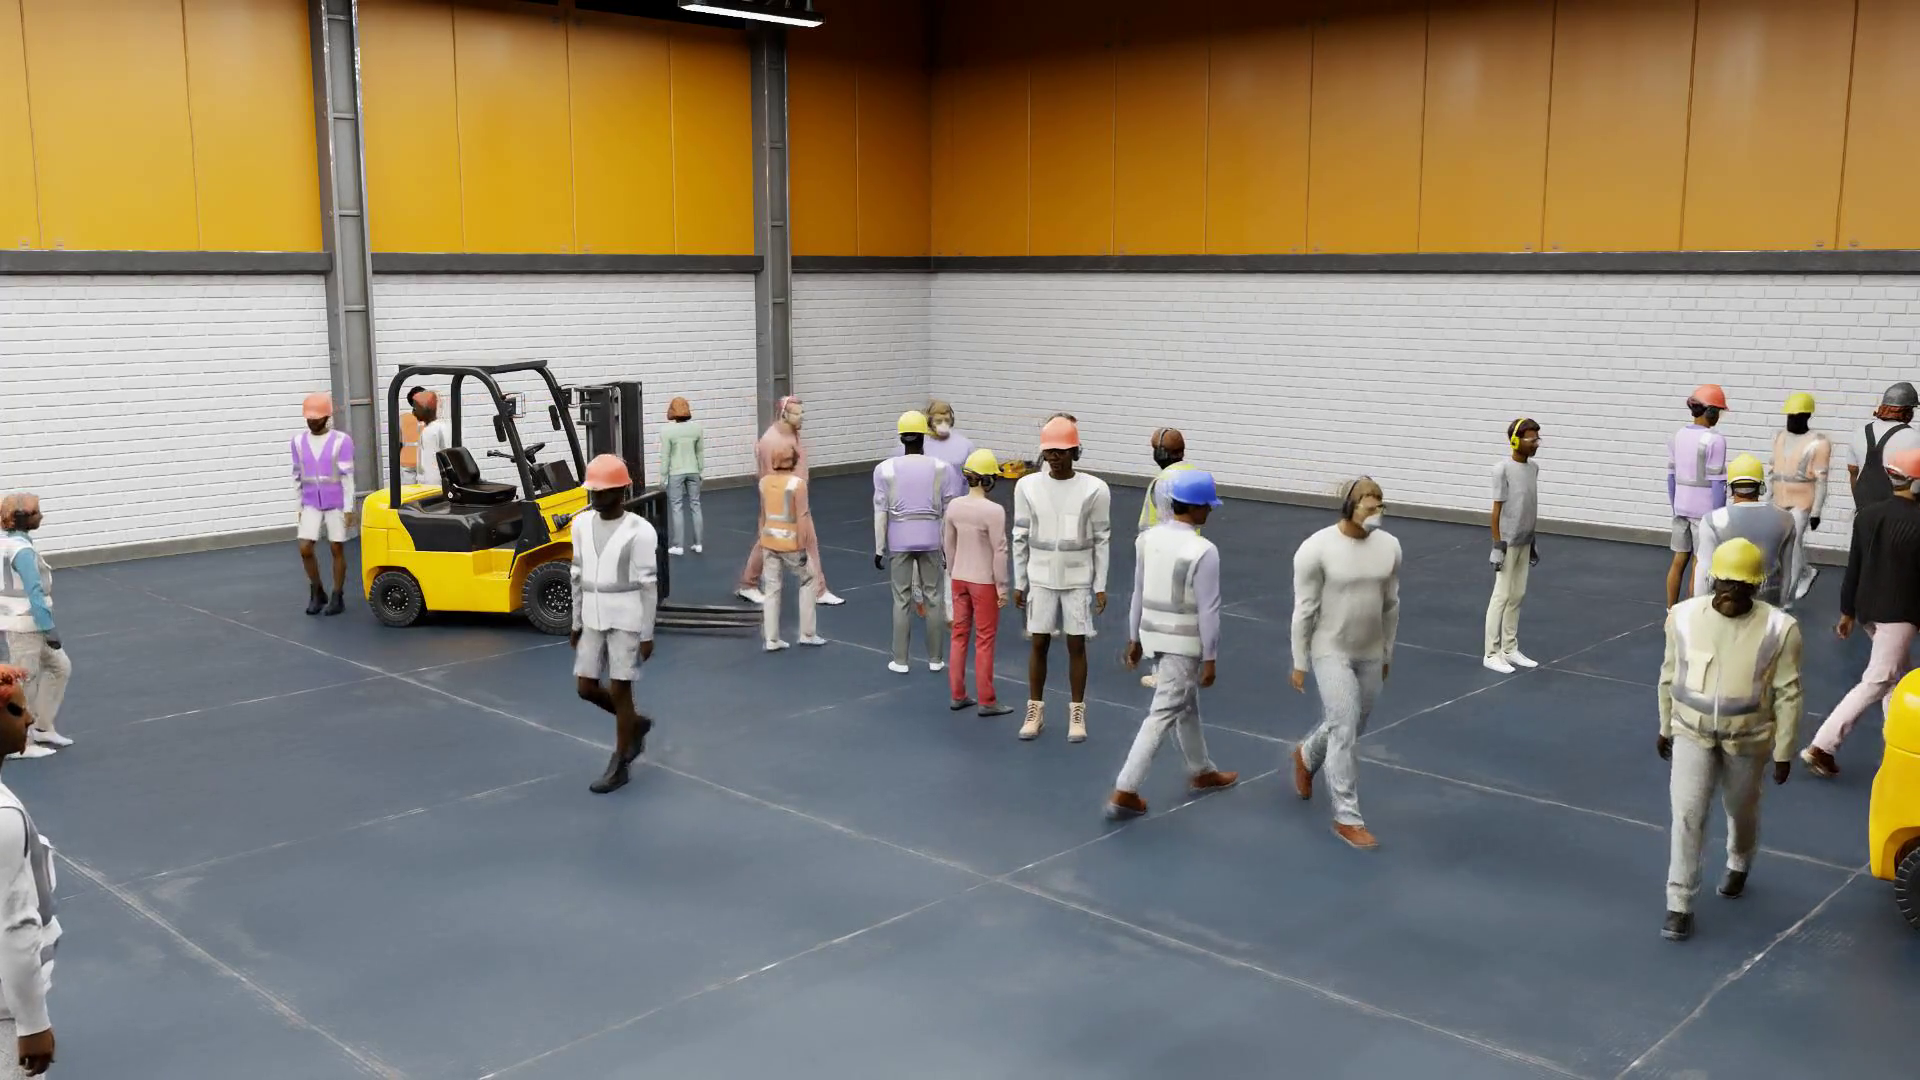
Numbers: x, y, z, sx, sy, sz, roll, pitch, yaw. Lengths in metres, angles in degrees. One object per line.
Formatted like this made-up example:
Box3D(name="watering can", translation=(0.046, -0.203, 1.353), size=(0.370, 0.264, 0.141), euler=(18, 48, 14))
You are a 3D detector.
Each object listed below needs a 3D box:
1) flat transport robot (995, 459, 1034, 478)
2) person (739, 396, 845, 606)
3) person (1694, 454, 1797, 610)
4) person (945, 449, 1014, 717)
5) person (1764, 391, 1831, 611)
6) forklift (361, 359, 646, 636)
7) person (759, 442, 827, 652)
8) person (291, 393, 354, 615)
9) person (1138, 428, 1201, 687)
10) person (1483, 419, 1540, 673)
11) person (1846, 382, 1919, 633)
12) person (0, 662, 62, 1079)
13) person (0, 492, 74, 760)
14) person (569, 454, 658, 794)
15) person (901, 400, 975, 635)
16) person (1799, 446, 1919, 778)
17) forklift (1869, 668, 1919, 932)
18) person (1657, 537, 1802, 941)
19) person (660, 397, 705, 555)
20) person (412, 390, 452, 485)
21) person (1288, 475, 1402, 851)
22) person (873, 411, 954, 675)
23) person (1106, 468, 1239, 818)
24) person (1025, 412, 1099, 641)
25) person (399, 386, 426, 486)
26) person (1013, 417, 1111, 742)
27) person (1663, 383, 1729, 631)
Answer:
Box3D(name="flat transport robot", translation=(0.281, -1.045, 23.732), size=(1.431, 0.197, 0.652), euler=(4, 10, 21))
Box3D(name="person", translation=(-1.535, -0.338, 14.573), size=(0.968, 1.859, 0.626), euler=(5, 10, 26))
Box3D(name="person", translation=(4.760, 0.390, 10.169), size=(0.592, 1.828, 0.404), euler=(0, 9, 0))
Box3D(name="person", translation=(0.125, 0.280, 11.036), size=(0.331, 1.768, 0.527), euler=(-9, 13, -44))
Box3D(name="person", translation=(7.226, -0.333, 14.343), size=(0.579, 1.912, 0.611), euler=(-3, 10, -18))
Box3D(name="forklift", translation=(-3.850, -0.407, 13.936), size=(2.313, 2.155, 1.214), euler=(2, 9, 11))
Box3D(name="person", translation=(-1.311, 0.047, 12.890), size=(0.530, 1.612, 0.614), euler=(7, 12, 36))
Box3D(name="person", translation=(-5.397, -0.293, 14.110), size=(0.545, 1.908, 0.475), euler=(0, 9, -1))
Box3D(name="person", translation=(1.474, 0.123, 11.776), size=(0.430, 1.840, 0.625), euler=(4, 10, 23))
Box3D(name="person", translation=(4.093, 0.039, 12.230), size=(0.539, 1.859, 0.313), euler=(-7, 12, -38))
Box3D(name="person", translation=(7.632, -0.274, 13.594), size=(0.536, 2.000, 0.675), euler=(-3, 10, -20))
Box3D(name="person", translation=(-2.691, 1.265, 4.643), size=(0.576, 1.881, 0.354), euler=(8, 12, 40))
Box3D(name="person", translation=(-5.547, 0.518, 10.005), size=(0.502, 1.619, 0.531), euler=(-6, 11, -32))
Box3D(name="person", translation=(-1.953, 0.456, 9.479), size=(0.570, 1.926, 0.550), euler=(4, 10, 23))
Box3D(name="person", translation=(-0.197, -0.217, 13.702), size=(0.645, 1.902, 0.991), euler=(-3, 10, -16))
Box3D(name="person", translation=(5.329, 0.429, 9.629), size=(0.979, 1.958, 0.611), euler=(-1, 9, -8))
Box3D(name="forklift", translation=(5.205, 0.723, 7.013), size=(2.313, 2.155, 1.214), euler=(9, 13, 43))
Box3D(name="person", translation=(3.472, 0.848, 7.534), size=(0.599, 1.783, 0.937), euler=(6, 11, 32))
Box3D(name="person", translation=(-2.873, -0.665, 17.234), size=(0.507, 1.632, 0.266), euler=(-7, 11, -35))
Box3D(name="person", translation=(-4.748, -0.418, 14.989), size=(0.423, 1.869, 0.610), euler=(0, 9, -2))
Box3D(name="person", translation=(1.986, 0.587, 8.747), size=(0.627, 1.911, 0.893), euler=(-4, 10, -21))
Box3D(name="person", translation=(-0.343, 0.023, 12.129), size=(0.590, 1.923, 0.383), euler=(-2, 9, -10))
Box3D(name="person", translation=(1.163, 0.550, 9.027), size=(0.997, 1.893, 0.621), euler=(-6, 11, -32))
Box3D(name="person", translation=(0.831, -0.101, 13.182), size=(0.698, 1.819, 0.532), euler=(-2, 10, -13))
Box3D(name="person", translation=(-5.852, -0.818, 18.003), size=(0.530, 1.691, 0.321), euler=(3, 10, 16))
Box3D(name="person", translation=(0.625, 0.252, 10.363), size=(0.609, 2.043, 0.397), euler=(2, 9, 12))
Box3D(name="person", translation=(5.928, -0.232, 13.337), size=(0.375, 2.042, 0.608), euler=(-3, 10, -16))
